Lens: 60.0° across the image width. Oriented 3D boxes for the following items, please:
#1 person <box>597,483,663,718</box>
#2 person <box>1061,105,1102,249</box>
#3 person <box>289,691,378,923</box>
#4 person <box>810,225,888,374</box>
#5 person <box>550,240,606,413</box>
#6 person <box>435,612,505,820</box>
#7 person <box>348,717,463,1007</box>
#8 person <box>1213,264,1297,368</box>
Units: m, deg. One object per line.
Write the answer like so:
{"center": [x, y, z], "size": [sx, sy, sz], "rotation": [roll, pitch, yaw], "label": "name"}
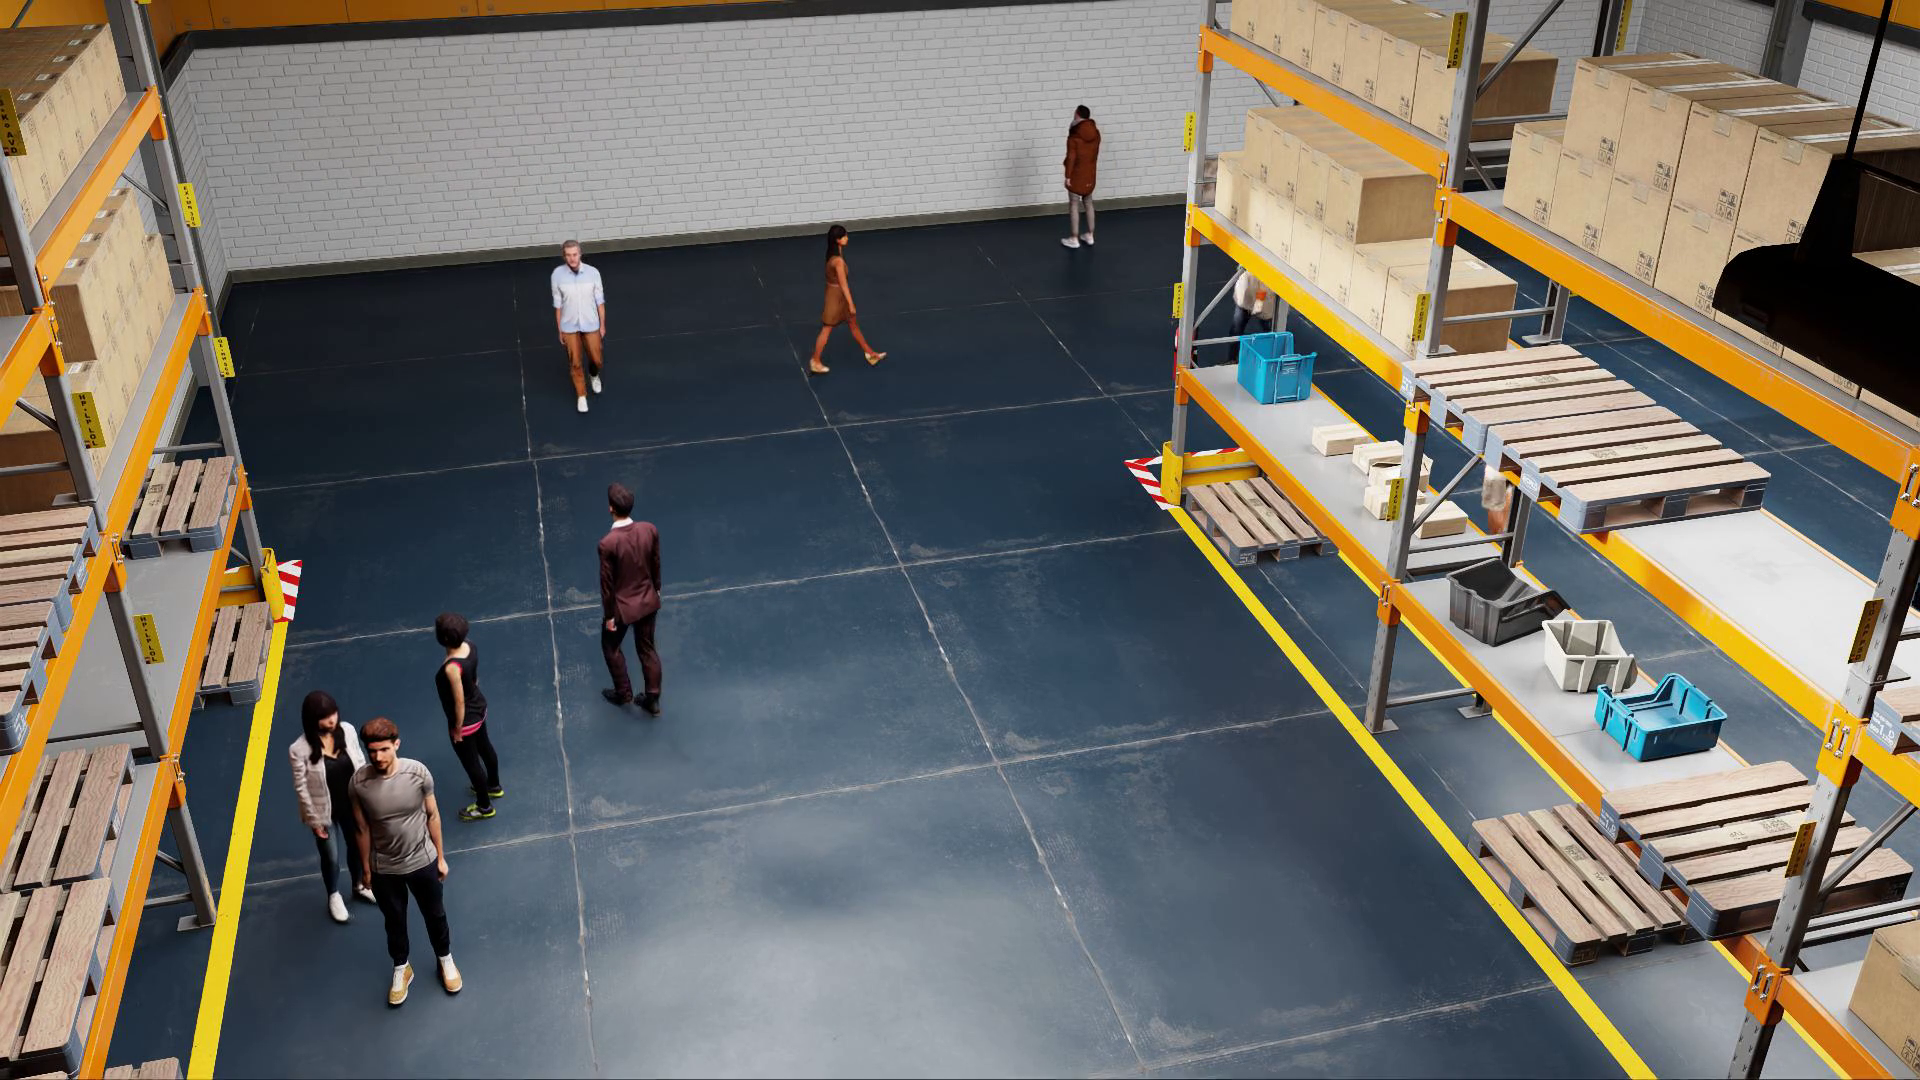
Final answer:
{"center": [-2.346, 0.493, 12.076], "size": [0.860, 1.848, 0.906], "rotation": [-23, 36, -35], "label": "person"}
{"center": [1.590, -4.746, 21.692], "size": [0.818, 1.836, 0.836], "rotation": [-21, 35, -34], "label": "person"}
{"center": [-3.863, 1.619, 10.240], "size": [0.740, 1.630, 0.721], "rotation": [22, 35, 34], "label": "person"}
{"center": [-1.401, -2.534, 17.839], "size": [0.721, 1.642, 1.029], "rotation": [-5, 29, -8], "label": "person"}
{"center": [-3.927, -2.242, 17.129], "size": [0.673, 1.811, 0.785], "rotation": [-7, 29, -13], "label": "person"}
{"center": [-3.309, 1.159, 11.164], "size": [0.668, 1.552, 0.542], "rotation": [2, 29, 4], "label": "person"}
{"center": [-3.212, 1.825, 9.583], "size": [0.640, 1.897, 0.563], "rotation": [-9, 30, -15], "label": "person"}
{"center": [3.297, -2.668, 17.862], "size": [0.864, 1.856, 1.135], "rotation": [-12, 31, -20], "label": "person"}
